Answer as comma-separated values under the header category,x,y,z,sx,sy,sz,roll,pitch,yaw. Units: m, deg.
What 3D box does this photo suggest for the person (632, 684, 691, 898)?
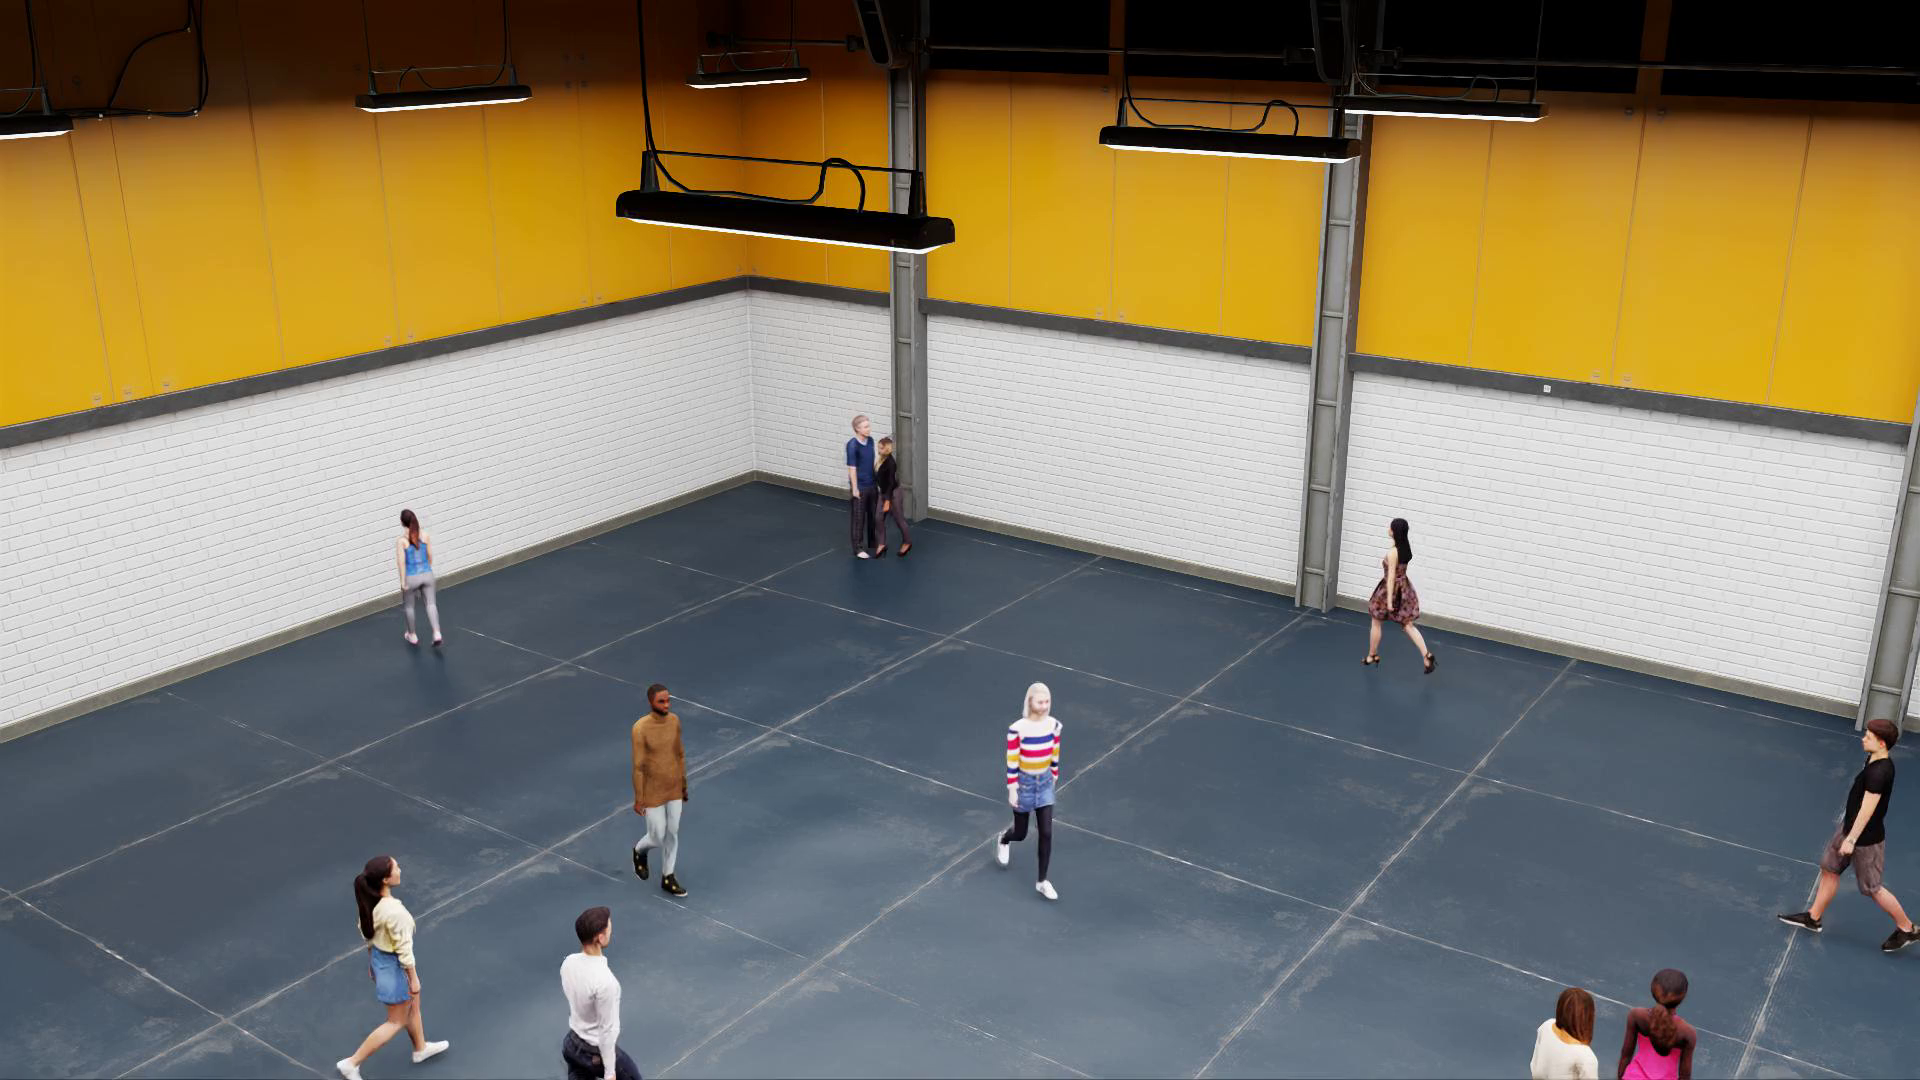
category,x,y,z,sx,sy,sz,roll,pitch,yaw
person,-2.463,1.991,13.377,0.855,1.806,0.724,16,24,40

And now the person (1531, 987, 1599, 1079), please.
category,x,y,z,sx,sy,sz,roll,pitch,yaw
person,3.450,3.324,9.612,0.767,1.682,0.665,-7,20,-20

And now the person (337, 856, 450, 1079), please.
category,x,y,z,sx,sy,sz,roll,pitch,yaw
person,-3.829,2.882,11.038,1.019,1.611,0.835,18,25,42

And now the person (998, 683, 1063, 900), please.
category,x,y,z,sx,sy,sz,roll,pitch,yaw
person,0.543,1.980,13.440,0.997,1.786,1.153,-8,20,-22

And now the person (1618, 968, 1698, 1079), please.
category,x,y,z,sx,sy,sz,roll,pitch,yaw
person,4.024,3.270,9.710,0.474,1.721,0.604,12,22,32

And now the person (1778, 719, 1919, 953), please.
category,x,y,z,sx,sy,sz,roll,pitch,yaw
person,6.922,2.250,12.561,1.280,1.835,0.873,7,20,19

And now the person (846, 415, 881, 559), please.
category,x,y,z,sx,sy,sz,roll,pitch,yaw
person,-1.272,-0.687,21.235,0.582,1.866,0.716,15,24,37

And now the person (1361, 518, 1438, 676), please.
category,x,y,z,sx,sy,sz,roll,pitch,yaw
person,4.656,0.634,17.502,0.777,1.746,1.190,-16,25,-40

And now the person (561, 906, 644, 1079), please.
category,x,y,z,sx,sy,sz,roll,pitch,yaw
person,-2.281,3.121,9.982,1.178,1.831,0.811,18,25,42

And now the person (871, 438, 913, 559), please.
category,x,y,z,sx,sy,sz,roll,pitch,yaw
person,-0.813,-0.532,21.151,0.874,1.626,0.852,-6,20,-18

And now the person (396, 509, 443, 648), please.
category,x,y,z,sx,sy,sz,roll,pitch,yaw
person,-5.938,0.439,18.320,0.758,1.593,0.995,-14,23,-35
